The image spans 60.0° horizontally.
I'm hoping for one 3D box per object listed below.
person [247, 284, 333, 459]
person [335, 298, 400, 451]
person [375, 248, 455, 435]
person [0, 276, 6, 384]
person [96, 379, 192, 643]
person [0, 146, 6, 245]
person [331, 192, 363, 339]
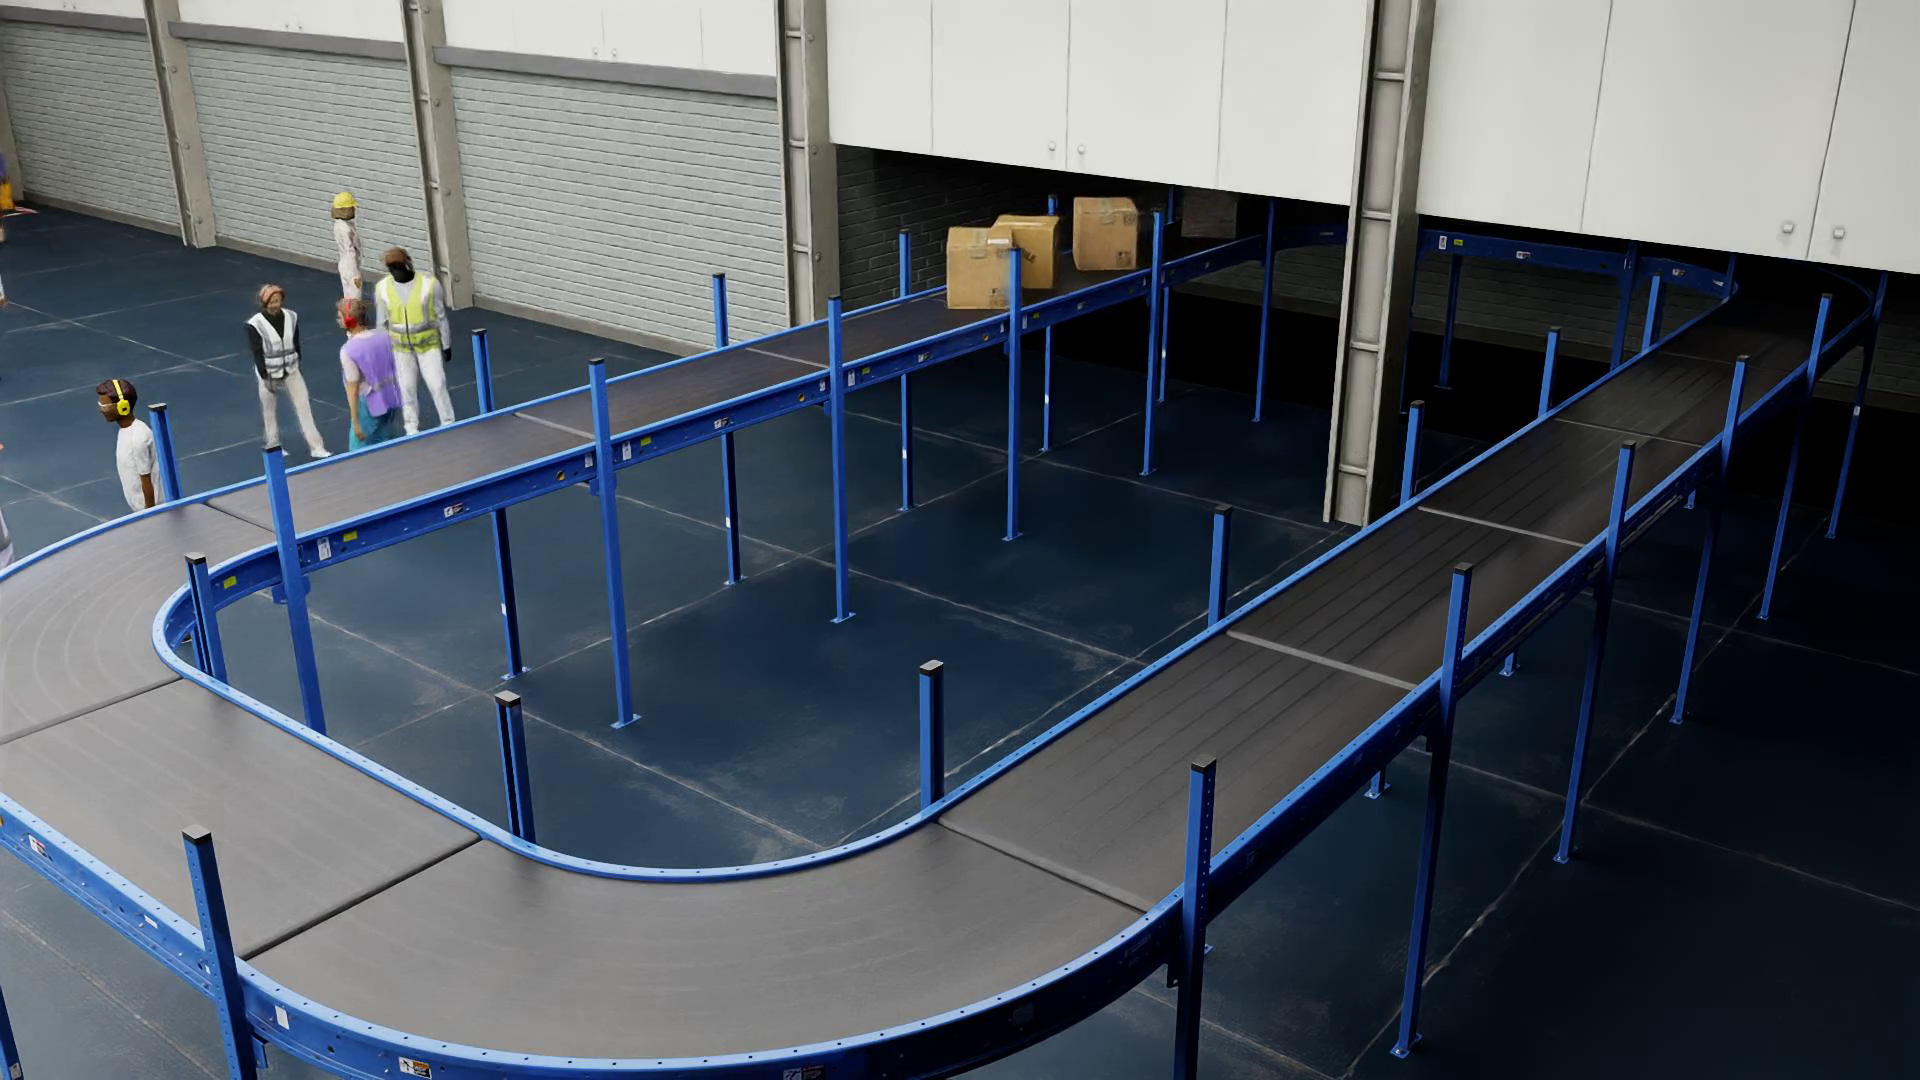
[{"bbox_3d":[-5.972,-1.458,14.700,0.813,1.599,0.515,16,27,36],"label":"person"},{"bbox_3d":[-4.678,-1.036,13.328,0.523,1.831,0.579,5,22,13],"label":"person"},{"bbox_3d":[-4.959,-1.756,15.157,0.636,1.830,0.437,0,21,-1],"label":"person"},{"bbox_3d":[-10.274,-2.560,17.251,0.907,1.795,0.605,18,28,38],"label":"person"},{"bbox_3d":[-5.443,-0.178,11.113,0.328,1.861,0.502,-15,26,-33],"label":"person"},{"bbox_3d":[-13.936,-5.196,23.647,0.610,2.012,0.868,-5,22,-13],"label":"person"},{"bbox_3d":[-6.673,-2.947,18.296,0.295,1.743,0.492,-11,24,-27],"label":"person"}]
